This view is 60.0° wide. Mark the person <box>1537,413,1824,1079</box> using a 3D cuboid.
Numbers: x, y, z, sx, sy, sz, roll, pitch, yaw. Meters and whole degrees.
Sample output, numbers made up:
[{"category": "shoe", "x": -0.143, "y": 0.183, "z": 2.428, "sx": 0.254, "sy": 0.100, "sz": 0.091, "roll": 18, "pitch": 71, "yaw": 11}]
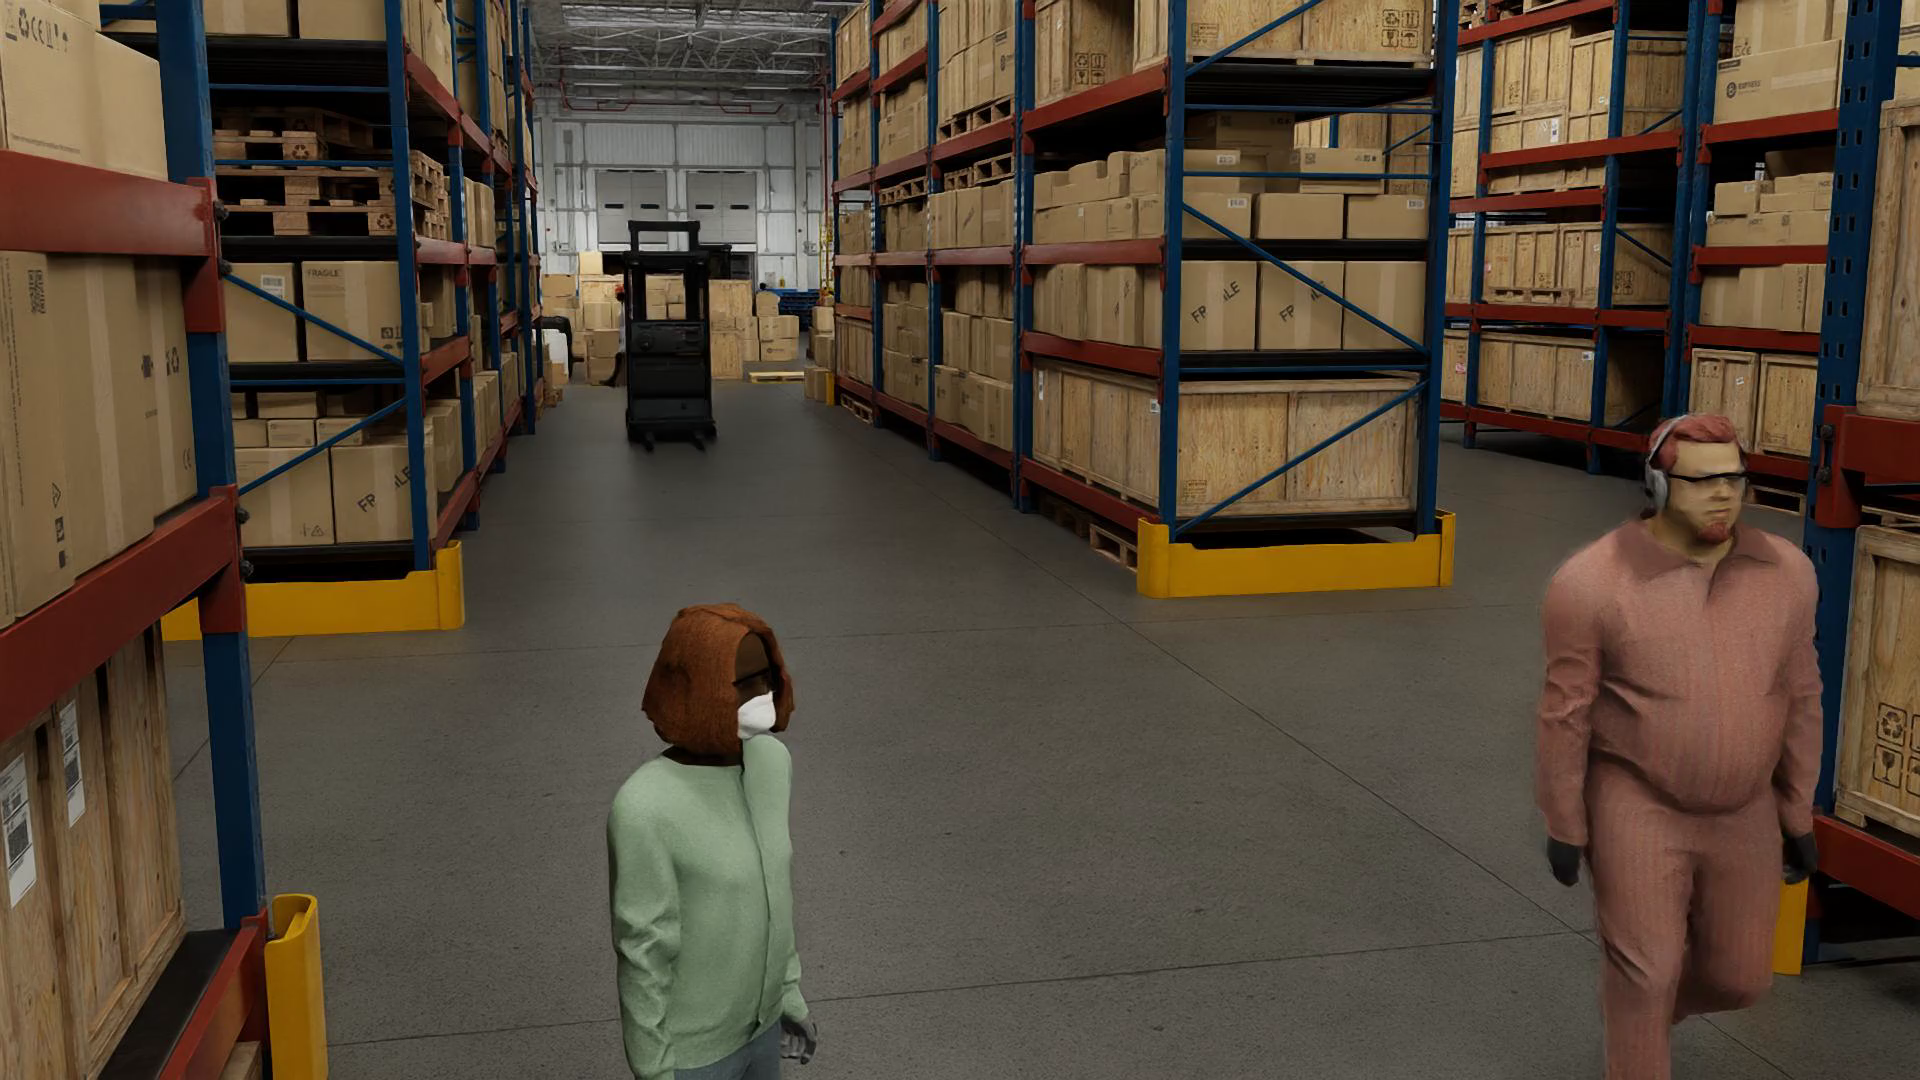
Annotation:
[{"category": "person", "x": 1.702, "y": 0.630, "z": 3.988, "sx": 0.656, "sy": 1.891, "sz": 0.671, "roll": -1, "pitch": 9, "yaw": -5}]

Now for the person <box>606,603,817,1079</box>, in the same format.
[{"category": "person", "x": -0.433, "y": 0.916, "z": 3.030, "sx": 0.279, "sy": 1.634, "sz": 0.499, "roll": 5, "pitch": 10, "yaw": 26}]

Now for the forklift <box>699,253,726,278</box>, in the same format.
[{"category": "forklift", "x": -6.757, "y": -6.590, "z": 44.989, "sx": 1.129, "sy": 2.768, "sz": 1.873, "roll": -2, "pitch": 10, "yaw": -12}]

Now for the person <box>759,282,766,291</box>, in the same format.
[{"category": "person", "x": -7.001, "y": -8.398, "z": 59.662, "sx": 0.538, "sy": 1.682, "sz": 0.535, "roll": -3, "pitch": 10, "yaw": -17}]

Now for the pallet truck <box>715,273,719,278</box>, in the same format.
[{"category": "pallet truck", "x": -8.580, "y": -8.986, "z": 62.280, "sx": 1.885, "sy": 1.965, "sz": 0.823, "roll": 1, "pitch": 9, "yaw": 5}]

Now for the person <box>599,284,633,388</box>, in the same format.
[{"category": "person", "x": -6.244, "y": -3.737, "z": 30.570, "sx": 0.925, "sy": 1.893, "sz": 0.573, "roll": -2, "pitch": 9, "yaw": -9}]

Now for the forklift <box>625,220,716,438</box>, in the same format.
[{"category": "forklift", "x": -3.883, "y": -2.818, "z": 22.003, "sx": 1.129, "sy": 2.768, "sz": 1.873, "roll": -2, "pitch": 10, "yaw": -12}]
